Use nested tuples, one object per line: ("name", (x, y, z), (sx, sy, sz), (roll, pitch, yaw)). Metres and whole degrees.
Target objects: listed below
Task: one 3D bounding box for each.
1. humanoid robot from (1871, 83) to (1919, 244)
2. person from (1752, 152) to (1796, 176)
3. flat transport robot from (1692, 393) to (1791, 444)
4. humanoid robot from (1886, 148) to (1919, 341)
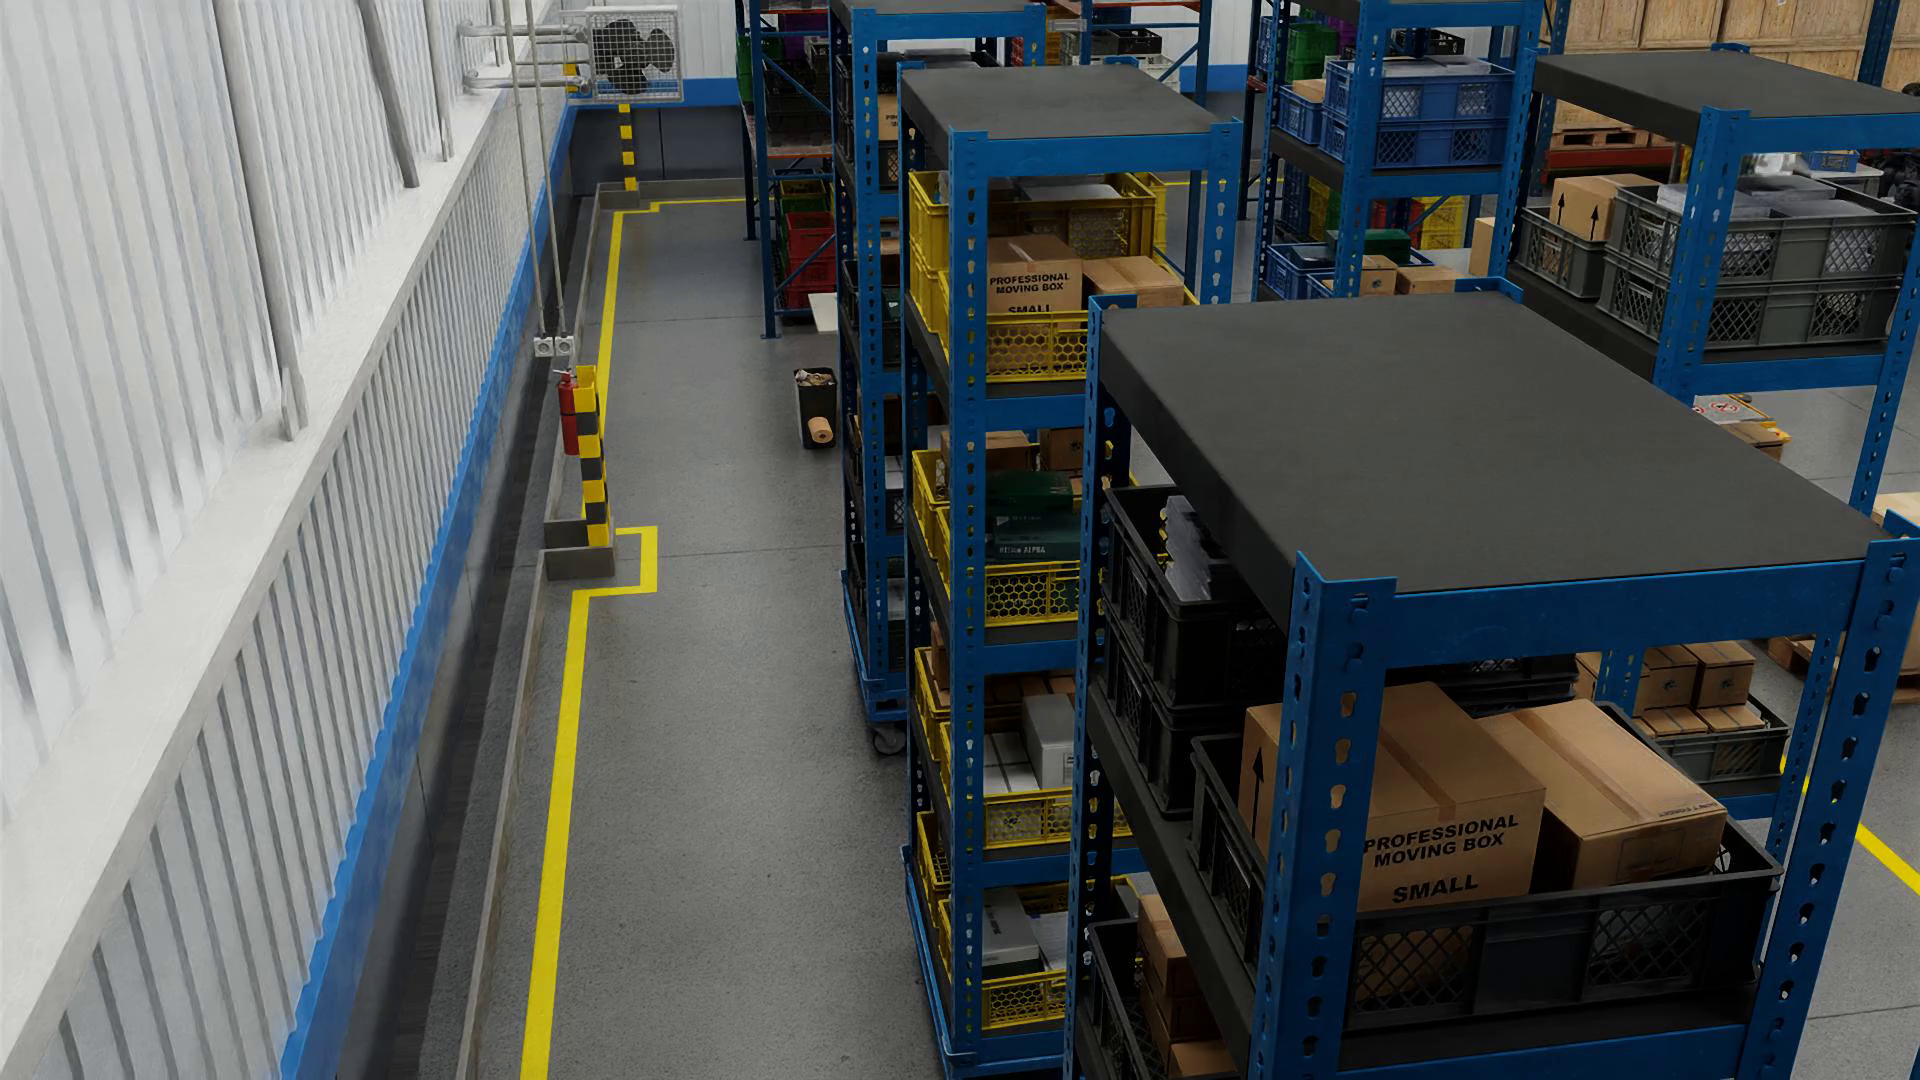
("humanoid robot", (9.504, -3.770, 16.818), (0.325, 1.662, 0.612), (-8, 26, -18))
("person", (7.628, -3.312, 15.638), (0.996, 1.826, 0.623), (19, 31, 35))
("flat transport robot", (5.224, -0.859, 12.132), (1.431, 0.197, 0.652), (-4, 25, -8))
("humanoid robot", (7.893, -2.446, 13.915), (0.589, 1.657, 0.327), (-16, 29, -31))
